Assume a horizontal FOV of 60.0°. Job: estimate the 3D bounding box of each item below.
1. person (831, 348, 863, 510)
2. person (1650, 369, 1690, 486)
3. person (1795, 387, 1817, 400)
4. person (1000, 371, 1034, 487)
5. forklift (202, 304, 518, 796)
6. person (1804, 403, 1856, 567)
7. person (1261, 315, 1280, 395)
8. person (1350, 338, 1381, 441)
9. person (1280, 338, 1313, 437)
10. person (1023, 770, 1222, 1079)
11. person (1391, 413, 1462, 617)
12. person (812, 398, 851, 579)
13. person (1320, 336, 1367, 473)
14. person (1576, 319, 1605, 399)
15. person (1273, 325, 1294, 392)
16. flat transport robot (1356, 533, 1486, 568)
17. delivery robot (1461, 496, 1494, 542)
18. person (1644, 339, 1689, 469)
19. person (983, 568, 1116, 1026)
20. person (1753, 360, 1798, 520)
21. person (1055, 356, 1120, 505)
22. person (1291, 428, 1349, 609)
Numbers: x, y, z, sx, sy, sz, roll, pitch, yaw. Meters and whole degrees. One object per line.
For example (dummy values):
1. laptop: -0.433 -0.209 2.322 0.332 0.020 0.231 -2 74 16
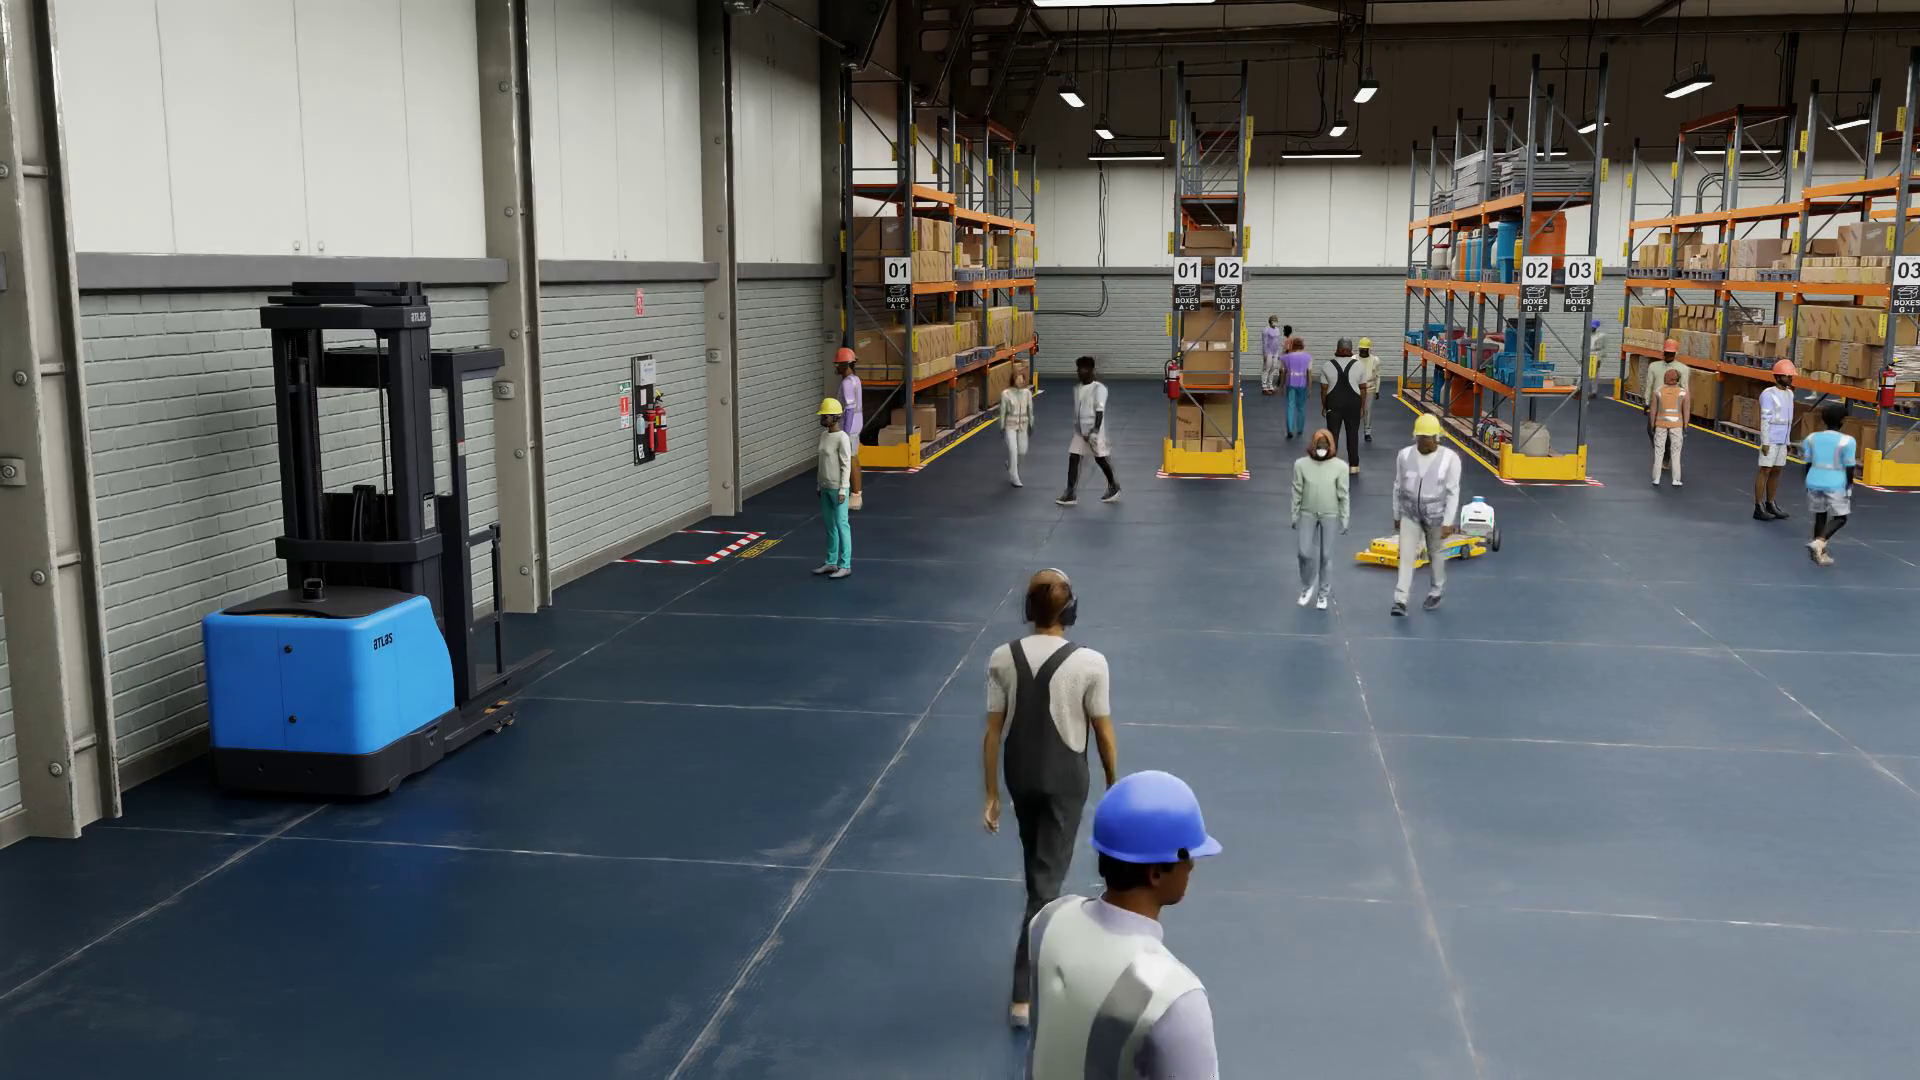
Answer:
1. person: -1.430 -1.410 21.055 0.391 2.040 0.615 1 9 5
2. person: 9.935 -1.572 23.304 0.517 1.636 0.314 6 11 31
3. person: 19.702 -4.090 38.943 0.825 1.585 0.523 2 10 15
4. person: 0.762 -1.590 23.459 0.523 1.618 0.627 -4 10 -25
5. forklift: -3.673 -0.038 10.147 1.129 2.768 1.873 1 9 9
6. person: 8.759 -0.546 16.826 0.552 1.680 0.541 -6 11 -31
7. person: 7.575 -4.509 40.502 0.379 1.937 0.629 9 13 44
8. person: 7.138 -2.664 29.447 0.592 1.828 0.404 1 9 8
9. person: 6.134 -2.787 30.353 0.576 1.793 0.996 2 9 13
10. person: 0.484 1.452 3.811 0.935 1.904 0.640 -4 10 -22
11. person: 4.065 -0.224 14.569 0.597 1.783 0.932 5 11 29
12. person: -1.258 -0.514 16.380 0.313 1.769 0.525 -6 11 -34
13. person: 5.731 -2.007 24.872 0.684 2.000 0.538 3 10 16
14. person: 14.737 -4.238 38.998 0.987 1.877 0.646 -8 12 -42
15. person: 8.172 -4.502 41.323 0.863 1.655 0.535 0 9 1
16. flat transport robot: 4.845 0.082 17.434 1.431 0.197 0.652 -8 12 -41
17. delivery robot: 5.669 -0.235 18.225 0.477 0.478 0.707 3 10 17
18. person: 10.734 -2.066 25.299 0.640 1.974 0.439 6 11 35
19. person: 0.402 1.006 6.876 0.509 1.797 0.940 5 10 28
20. person: 9.923 -1.218 20.189 0.542 1.939 0.369 -5 11 -31
21. person: 1.684 -1.431 21.556 0.988 1.927 0.601 -8 12 -42
22. person: 3.207 -0.191 14.824 0.513 1.618 0.351 3 10 18
